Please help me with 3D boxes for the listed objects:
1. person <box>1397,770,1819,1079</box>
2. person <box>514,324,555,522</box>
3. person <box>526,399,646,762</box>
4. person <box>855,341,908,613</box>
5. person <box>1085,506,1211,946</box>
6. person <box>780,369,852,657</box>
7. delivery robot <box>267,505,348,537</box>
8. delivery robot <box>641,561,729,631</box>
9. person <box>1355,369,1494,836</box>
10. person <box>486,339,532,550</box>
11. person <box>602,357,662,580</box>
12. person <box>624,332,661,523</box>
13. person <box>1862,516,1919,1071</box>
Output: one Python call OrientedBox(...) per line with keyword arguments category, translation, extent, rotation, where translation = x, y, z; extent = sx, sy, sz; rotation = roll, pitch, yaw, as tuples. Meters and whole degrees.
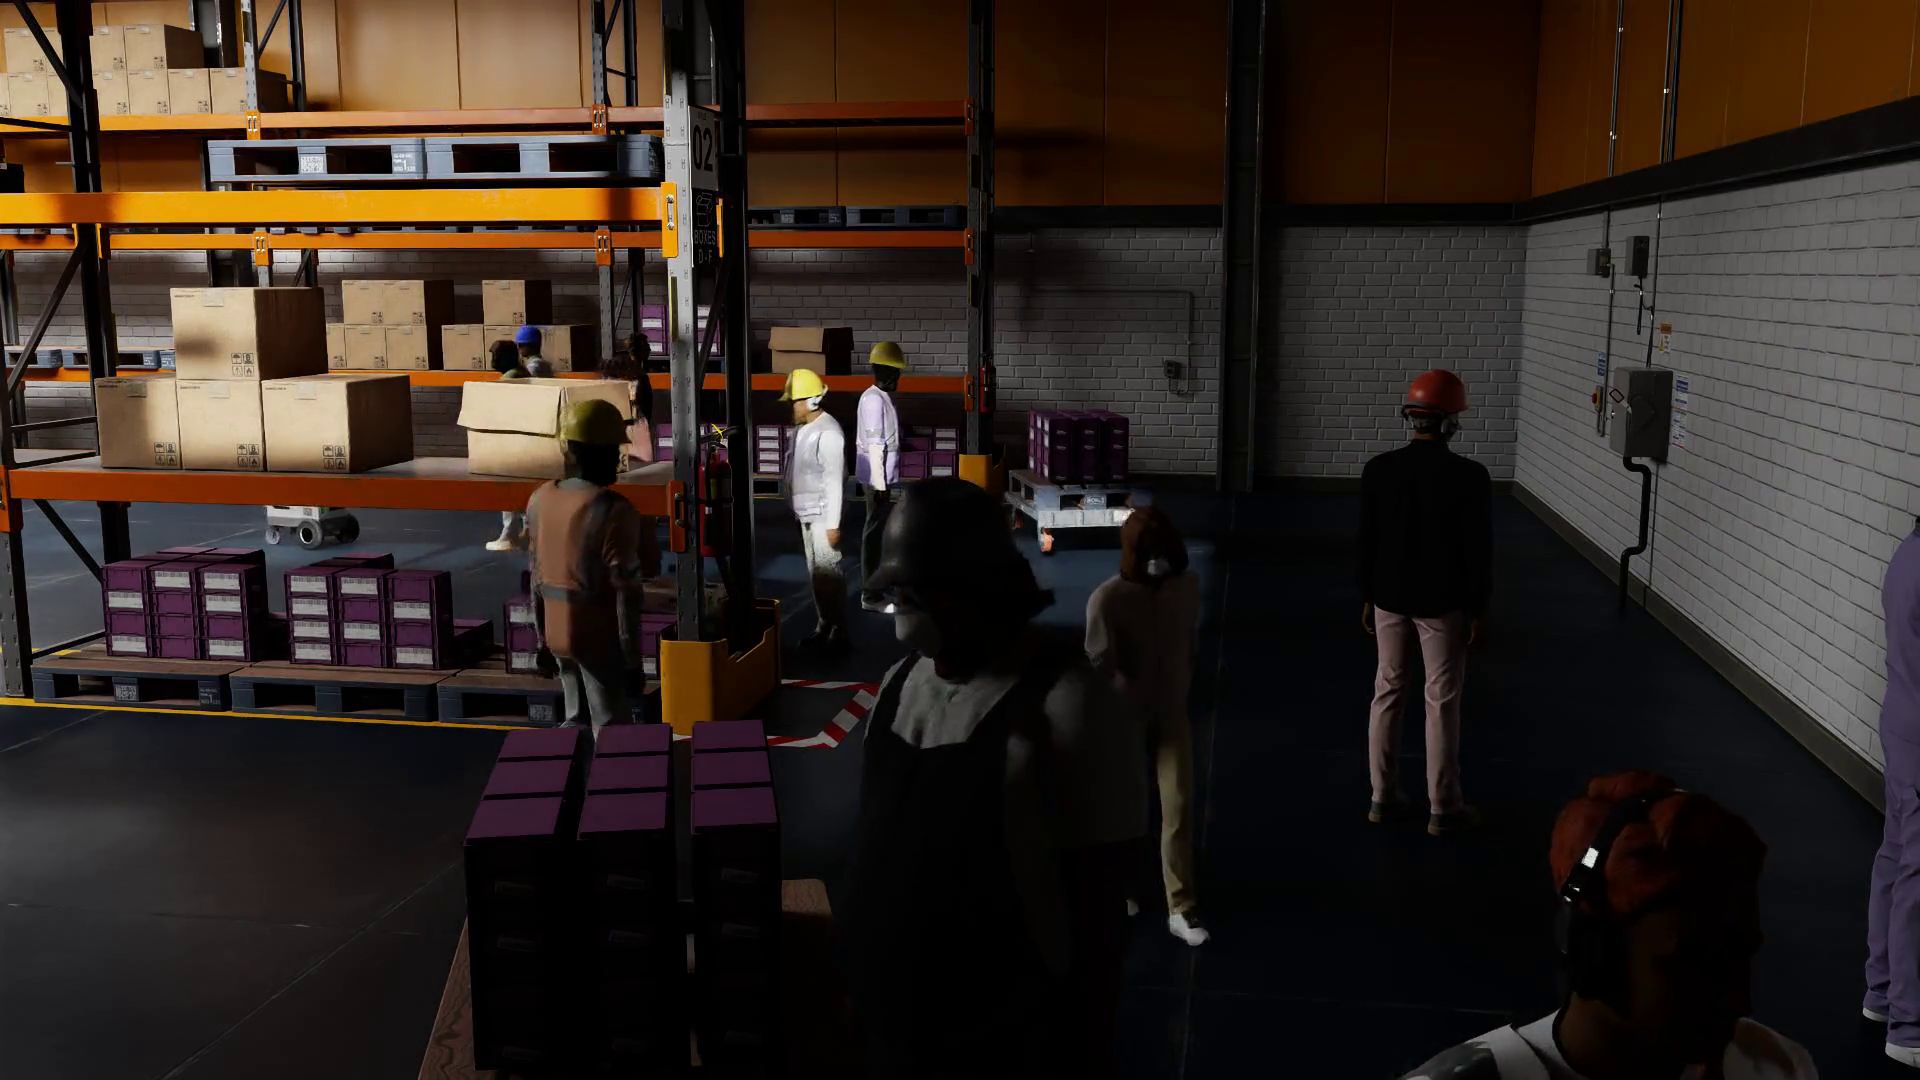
OrientedBox(category="person", translation=(0.716, 1.181, 1.853), extent=(0.601, 1.880, 0.409), rotation=(-2, 9, -15))
OrientedBox(category="person", translation=(-3.950, -1.107, 15.943), extent=(0.818, 1.920, 0.600), rotation=(-2, 9, -11))
OrientedBox(category="person", translation=(-1.516, 0.400, 6.602), extent=(0.589, 1.915, 0.565), rotation=(7, 11, 37))
OrientedBox(category="person", translation=(-0.550, -0.450, 11.840), extent=(0.384, 1.921, 0.591), rotation=(0, 9, 0))
OrientedBox(category="person", translation=(0.668, 0.656, 6.004), extent=(0.504, 1.582, 0.751), rotation=(-3, 10, -20))
OrientedBox(category="person", translation=(-0.913, -0.169, 10.455), extent=(0.436, 1.814, 0.604), rotation=(-4, 10, -23))
OrientedBox(category="delivery robot", translation=(-5.759, -0.270, 14.664), extent=(0.707, 0.478, 0.477), rotation=(4, 10, 24))
OrientedBox(category="delivery robot", translation=(-1.810, 0.380, 10.634), extent=(0.707, 0.478, 0.477), rotation=(4, 10, 21))
OrientedBox(category="person", translation=(2.004, 0.265, 7.182), extent=(0.612, 1.995, 0.392), rotation=(9, 13, 43))
OrientedBox(category="person", translation=(-3.891, -0.825, 14.437), extent=(0.452, 1.831, 0.680), rotation=(0, 9, -1))
OrientedBox(category="person", translation=(-2.235, -0.247, 10.736), extent=(0.868, 1.877, 0.653), rotation=(3, 10, 20))
OrientedBox(category="person", translation=(-3.041, -1.042, 15.757), extent=(0.345, 1.847, 0.506), rotation=(0, 9, -2))
OrientedBox(category="person", translation=(3.007, 0.653, 5.051), extent=(0.410, 1.909, 0.642), rotation=(3, 10, 19))
